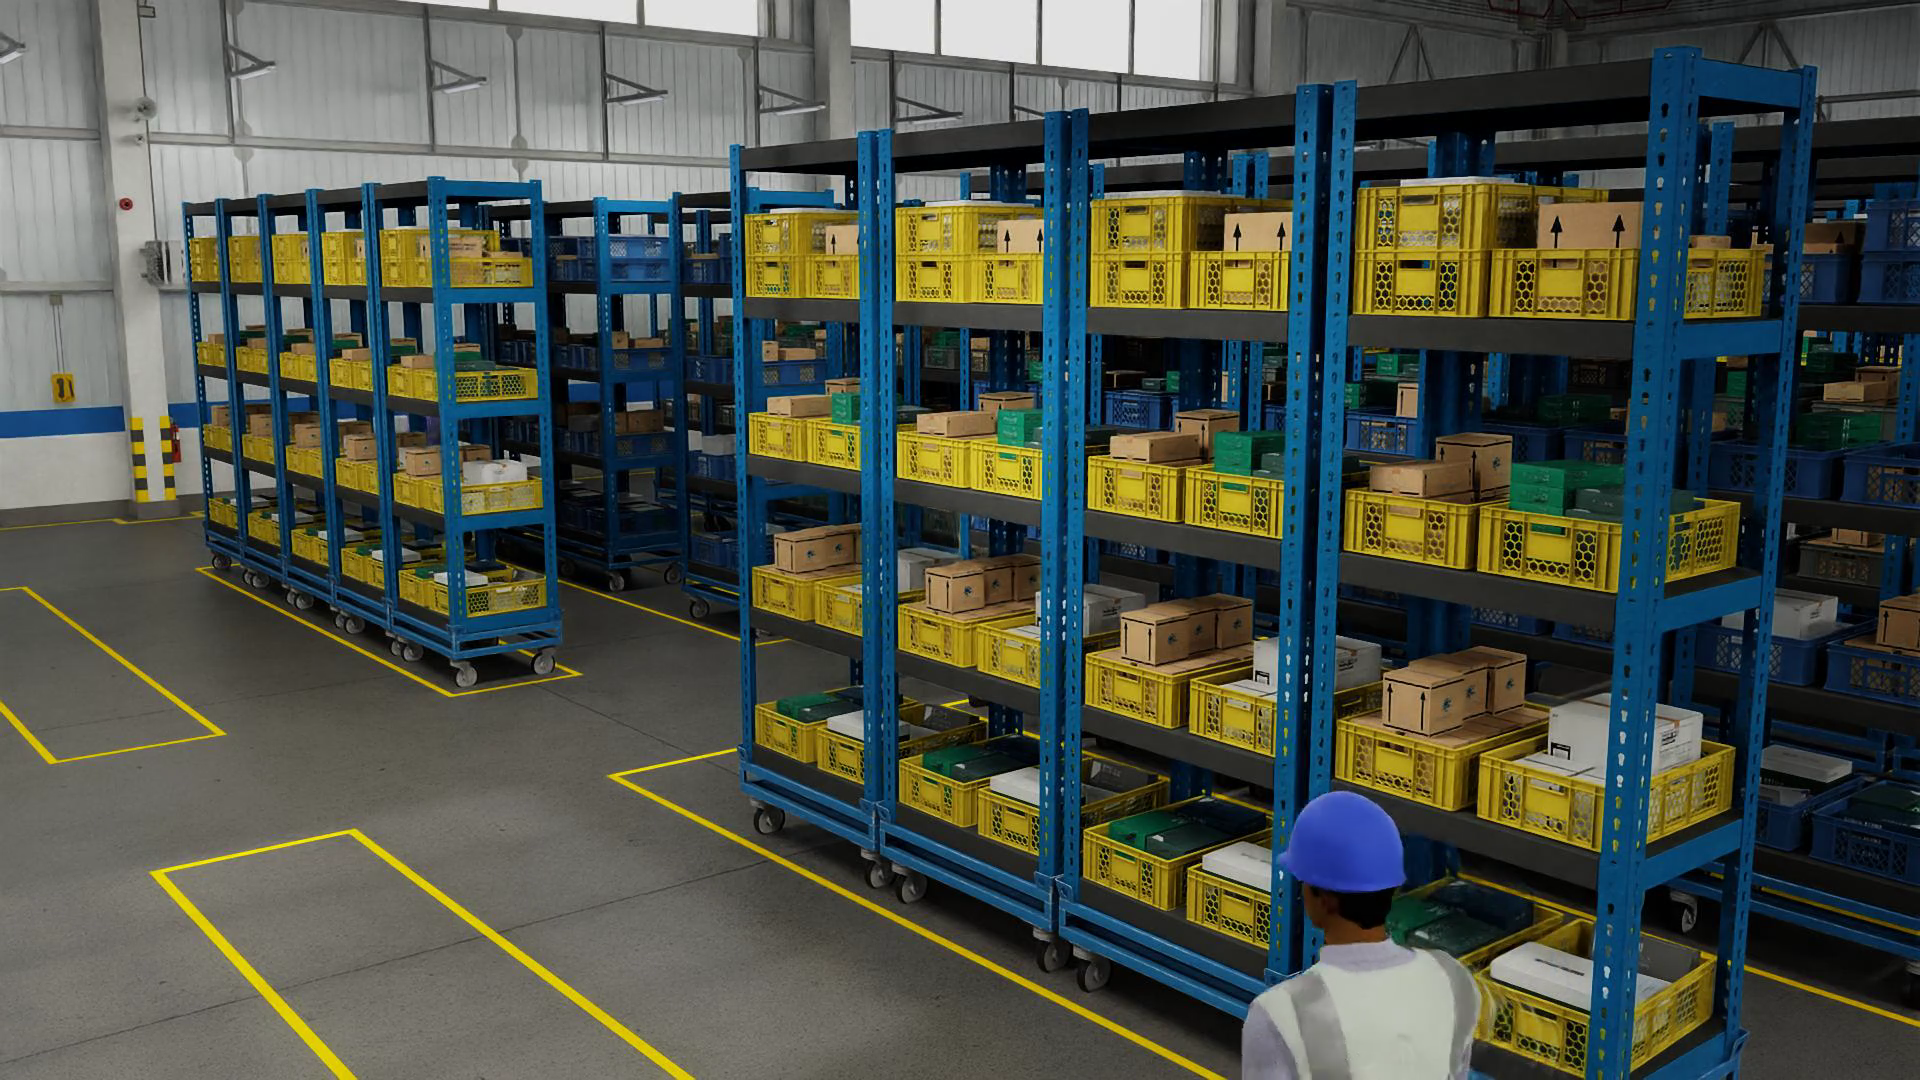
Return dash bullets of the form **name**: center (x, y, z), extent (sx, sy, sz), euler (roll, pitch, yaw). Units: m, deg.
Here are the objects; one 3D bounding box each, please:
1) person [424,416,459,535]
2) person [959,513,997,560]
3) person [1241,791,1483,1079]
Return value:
- **person**: center (-5.743, -0.942, 18.488), extent (0.492, 1.805, 0.635), euler (-8, 12, -38)
- **person**: center (0.261, -0.009, 12.876), extent (0.614, 1.792, 0.906), euler (9, 13, 44)
- **person**: center (0.762, 1.462, 3.636), extent (0.645, 1.922, 0.785), euler (-4, 10, -25)
